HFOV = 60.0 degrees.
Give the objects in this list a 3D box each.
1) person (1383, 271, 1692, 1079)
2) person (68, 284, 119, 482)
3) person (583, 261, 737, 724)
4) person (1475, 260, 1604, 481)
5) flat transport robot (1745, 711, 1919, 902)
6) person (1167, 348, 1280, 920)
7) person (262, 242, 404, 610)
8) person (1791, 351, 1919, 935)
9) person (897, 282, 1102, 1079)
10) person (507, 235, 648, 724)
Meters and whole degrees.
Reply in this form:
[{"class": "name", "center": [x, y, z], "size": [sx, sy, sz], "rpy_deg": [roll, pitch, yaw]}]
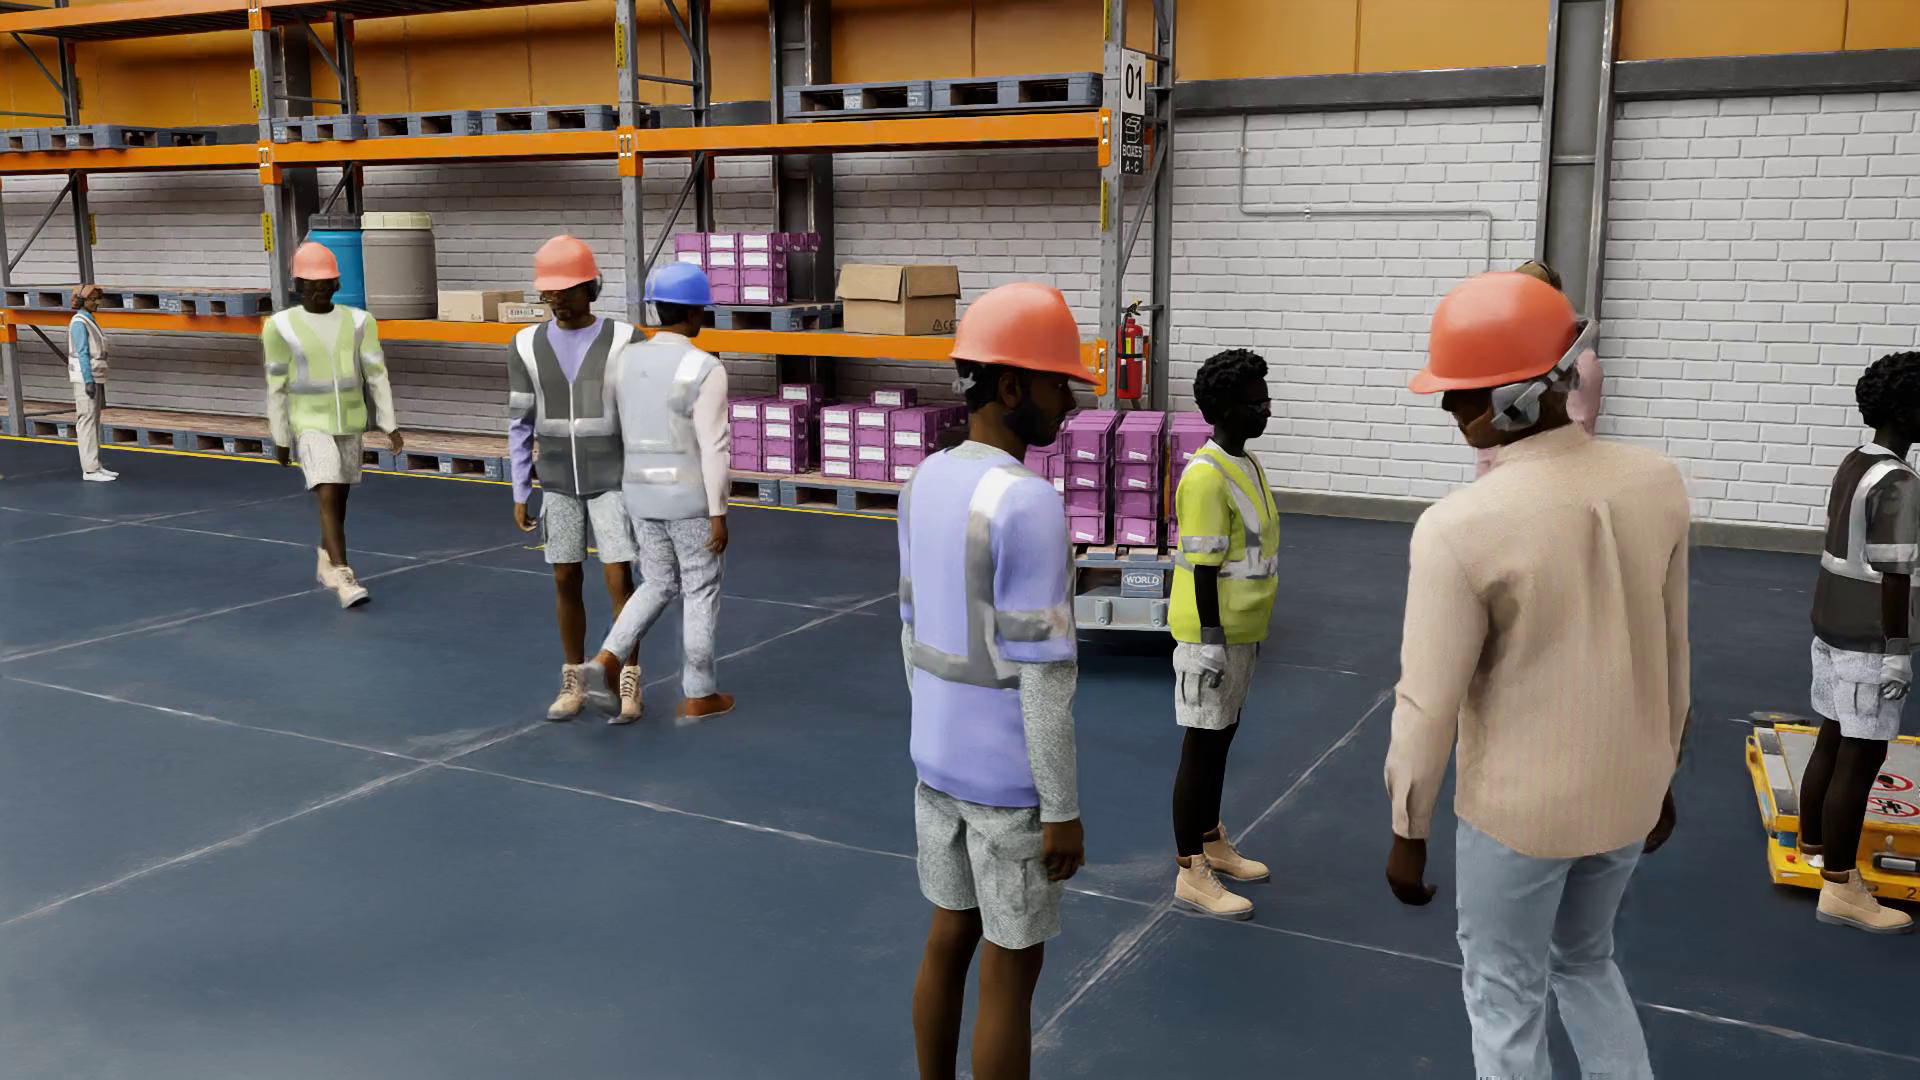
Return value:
[{"class": "person", "center": [1.095, 0.489, 3.109], "size": [0.659, 1.964, 0.455], "rpy_deg": [-5, 11, -23]}, {"class": "person", "center": [-7.231, -1.304, 13.833], "size": [0.314, 1.637, 0.514], "rpy_deg": [-3, 11, -18]}, {"class": "person", "center": [-1.214, -0.162, 6.770], "size": [0.625, 1.925, 0.645], "rpy_deg": [7, 12, 33]}, {"class": "person", "center": [2.340, -0.173, 6.839], "size": [0.361, 1.932, 0.630], "rpy_deg": [-3, 11, -18]}, {"class": "flat transport robot", "center": [3.064, 0.876, 5.622], "size": [0.652, 0.197, 1.431], "rpy_deg": [4, 11, 21]}, {"class": "person", "center": [0.798, 0.273, 5.023], "size": [0.318, 1.697, 0.535], "rpy_deg": [4, 11, 21]}, {"class": "person", "center": [-3.479, -0.638, 9.227], "size": [0.634, 1.992, 1.041], "rpy_deg": [-8, 13, -39]}, {"class": "person", "center": [2.698, 0.292, 4.917], "size": [0.316, 1.695, 0.542], "rpy_deg": [3, 11, 14]}, {"class": "person", "center": [0.088, 0.451, 3.398], "size": [0.376, 1.932, 0.543], "rpy_deg": [-5, 12, -28]}, {"class": "person", "center": [-1.574, -0.236, 6.915], "size": [0.618, 2.028, 0.410], "rpy_deg": [1, 10, 4]}]
